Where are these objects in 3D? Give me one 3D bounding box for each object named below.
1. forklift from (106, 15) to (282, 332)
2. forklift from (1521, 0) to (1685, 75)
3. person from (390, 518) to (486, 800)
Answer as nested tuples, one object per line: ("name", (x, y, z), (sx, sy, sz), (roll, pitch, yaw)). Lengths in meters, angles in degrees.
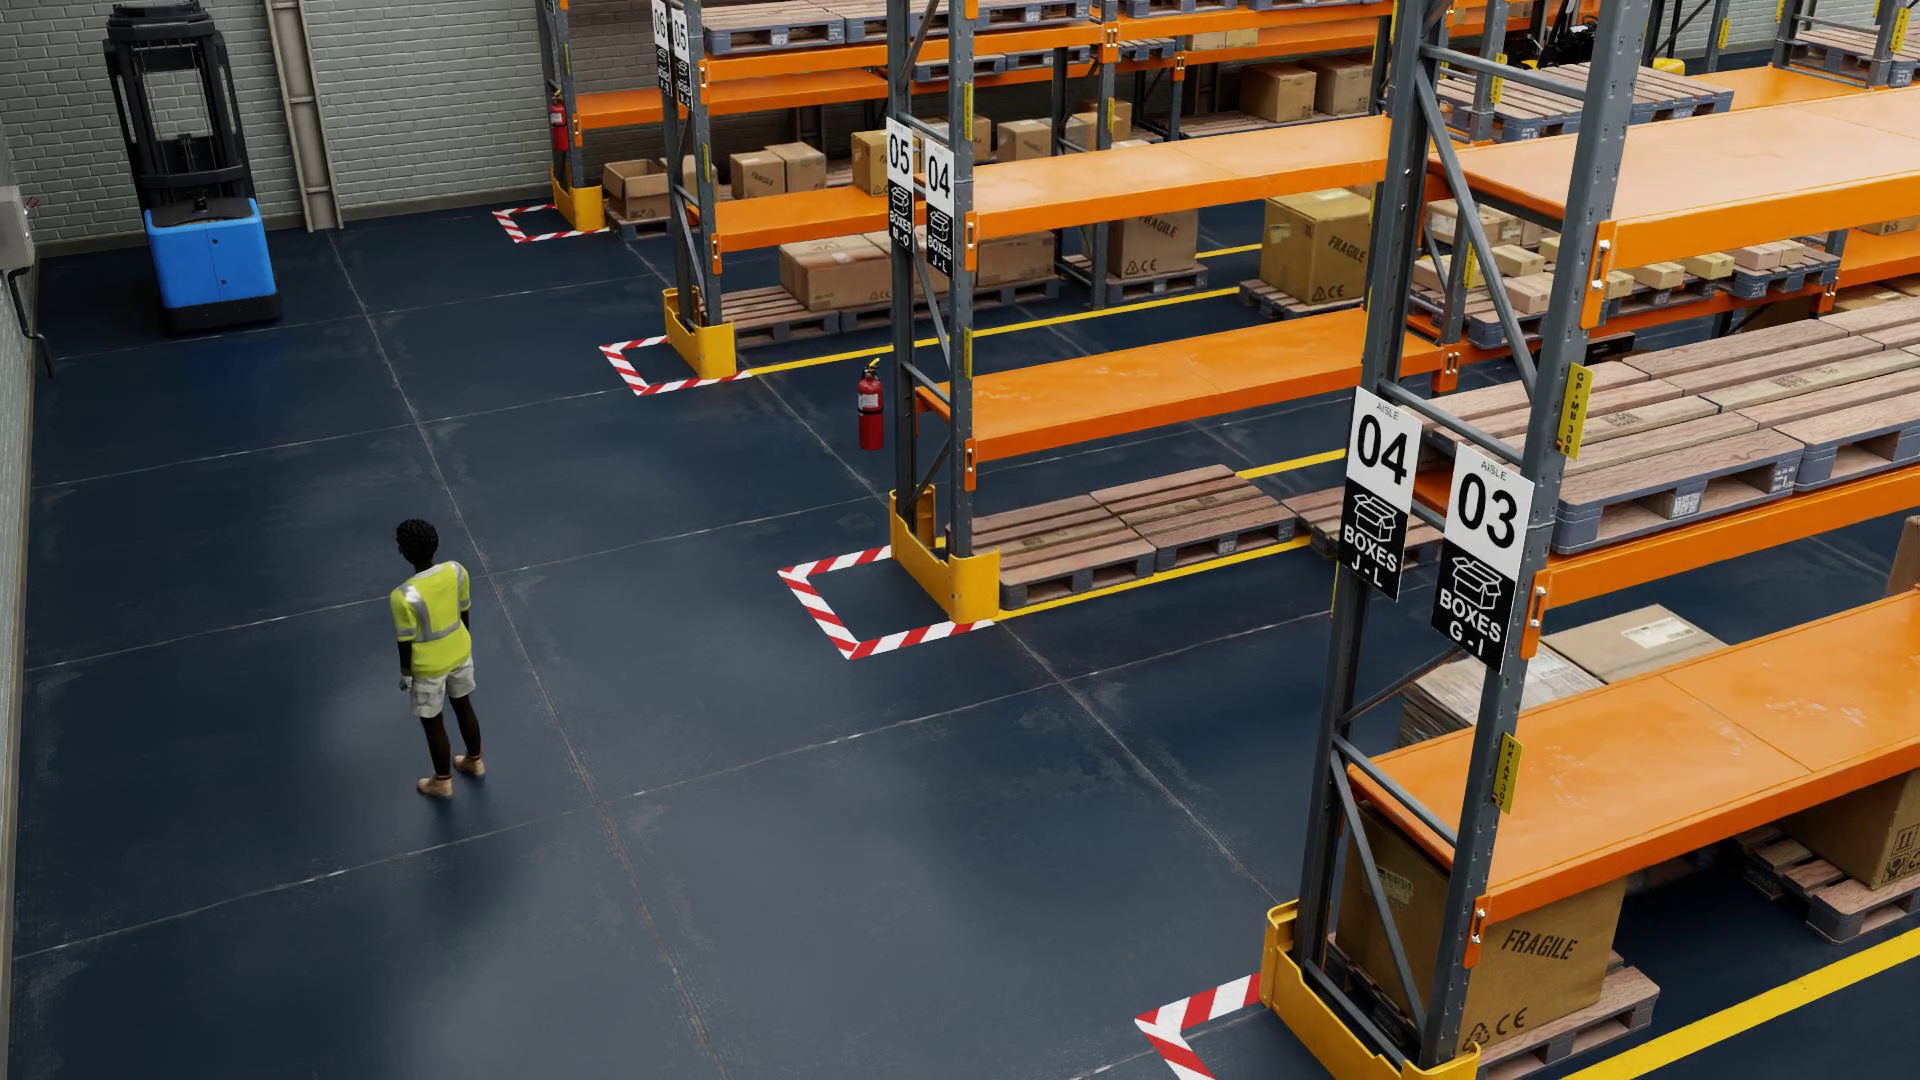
("forklift", (-7.548, -3.672, 16.323), (1.129, 2.768, 1.873), (-12, 30, -22))
("forklift", (8.950, -6.807, 23.056), (1.214, 2.155, 2.313), (-12, 30, -22))
("person", (-2.915, 0.659, 9.300), (0.319, 1.687, 0.538), (14, 31, 25))
